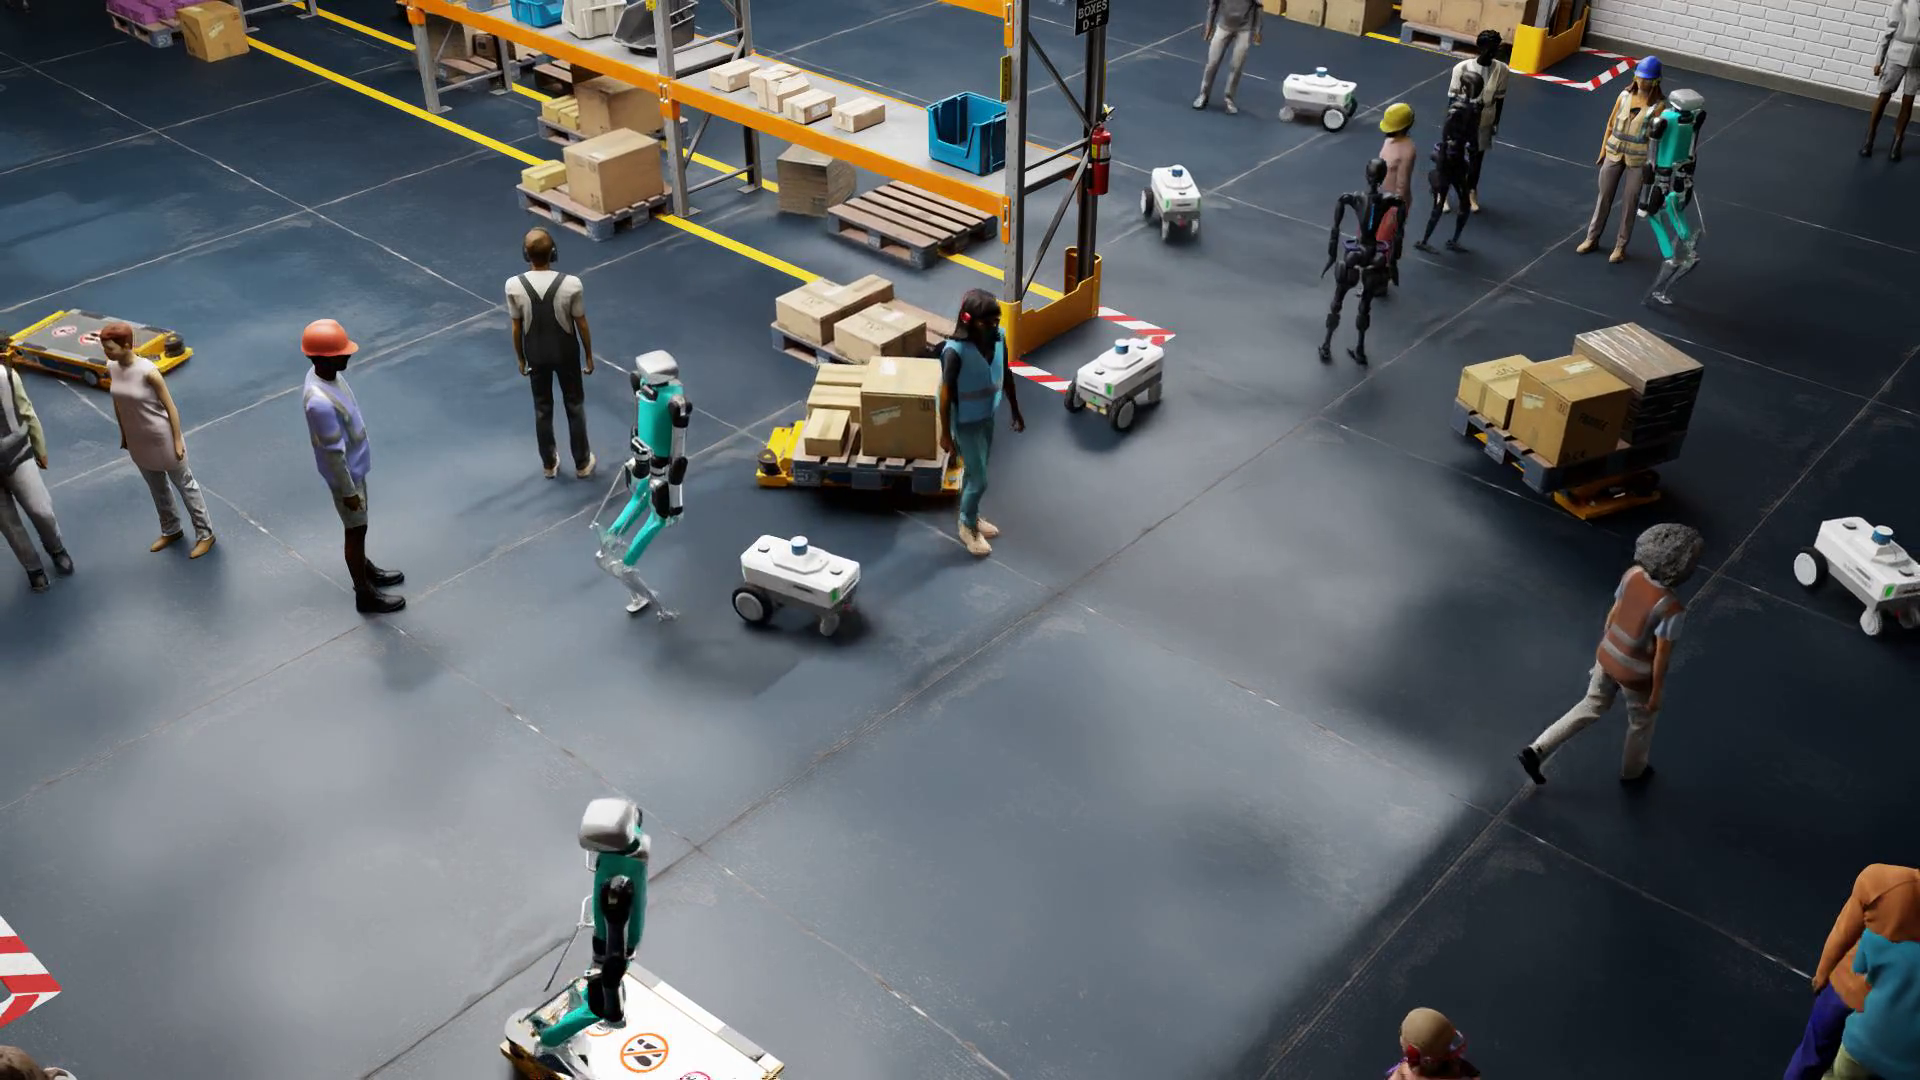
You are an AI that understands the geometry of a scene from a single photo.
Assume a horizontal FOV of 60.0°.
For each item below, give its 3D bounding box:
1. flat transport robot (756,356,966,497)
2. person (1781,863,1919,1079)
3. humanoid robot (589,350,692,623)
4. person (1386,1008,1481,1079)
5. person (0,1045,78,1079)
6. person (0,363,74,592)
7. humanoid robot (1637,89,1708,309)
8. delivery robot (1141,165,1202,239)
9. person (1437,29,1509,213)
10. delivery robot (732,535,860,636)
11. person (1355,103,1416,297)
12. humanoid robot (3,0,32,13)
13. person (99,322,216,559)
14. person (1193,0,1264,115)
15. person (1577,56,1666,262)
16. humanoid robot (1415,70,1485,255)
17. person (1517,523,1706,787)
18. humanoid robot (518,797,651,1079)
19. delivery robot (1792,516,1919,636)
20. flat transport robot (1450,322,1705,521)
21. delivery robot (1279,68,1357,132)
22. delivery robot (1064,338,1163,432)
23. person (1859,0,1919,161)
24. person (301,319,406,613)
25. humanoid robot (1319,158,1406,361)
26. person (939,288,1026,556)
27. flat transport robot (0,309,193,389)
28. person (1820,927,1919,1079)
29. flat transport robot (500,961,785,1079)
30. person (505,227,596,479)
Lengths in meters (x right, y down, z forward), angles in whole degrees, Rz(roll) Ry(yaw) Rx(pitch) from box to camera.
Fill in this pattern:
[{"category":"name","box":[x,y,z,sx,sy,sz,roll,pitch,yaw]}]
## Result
[{"category":"flat transport robot","box":[-0.662,-0.587,11.660,1.431,0.231,0.659,4,35,5]},{"category":"person","box":[3.720,1.814,6.689,0.515,1.973,0.401,20,39,26]},{"category":"humanoid robot","box":[-1.937,-0.242,9.861,0.753,1.750,0.551,-25,42,-32]},{"category":"person","box":[1.630,2.357,6.151,0.348,1.688,0.505,27,43,34]},{"category":"person","box":[-3.263,2.420,6.077,0.340,1.659,0.487,2,35,3]},{"category":"person","box":[-5.872,-0.470,10.133,0.588,1.816,0.435,-19,39,-25]},{"category":"humanoid robot","box":[5.804,-2.669,13.421,0.530,1.830,0.690,-16,38,-22]},{"category":"delivery robot","box":[1.947,-3.087,15.024,0.499,0.587,0.769,-3,35,-4]},{"category":"person","box":[4.635,-3.782,15.038,0.531,1.693,0.319,-1,35,-1]},{"category":"delivery robot","box":[-1.000,0.246,10.218,0.784,0.613,0.512,16,38,22]},{"category":"person","box":[3.463,-2.747,13.499,0.368,1.727,0.581,-2,35,-3]},{"category":"humanoid robot","box":[-11.629,-7.251,20.105,0.610,1.625,0.766,-21,40,-27]},{"category":"person","box":[-5.093,-0.630,10.498,0.460,1.656,0.270,10,36,14]},{"category":"person","box":[2.817,-5.302,17.062,0.587,1.840,0.435,4,35,6]},{"category":"person","box":[5.687,-3.250,14.188,0.462,1.781,0.306,26,43,33]},{"category":"humanoid robot","box":[4.231,-3.222,14.244,0.593,1.639,0.410,-28,43,-34]},{"category":"person","box":[3.431,0.658,8.636,0.741,1.654,0.490,-12,36,-17]},{"category":"humanoid robot","box":[-1.577,1.828,6.936,0.725,1.858,0.535,-3,35,-4]},{"category":"delivery robot","box":[5.621,0.173,10.308,0.499,0.595,0.781,-8,35,-11]},{"category":"flat transport robot","box":[4.194,-0.630,11.722,0.659,0.231,1.431,-14,37,-19]},{"category":"delivery robot","box":[3.707,-4.578,17.178,0.774,0.581,0.499,14,37,20]},{"category":"delivery robot","box":[1.167,-1.178,12.283,0.499,0.614,0.815,27,43,33]},{"category":"person","box":[9.155,-4.636,16.073,0.547,1.925,0.387,13,37,18]},{"category":"person","box":[-3.653,-0.447,9.994,0.375,1.932,0.550,-9,36,-13]},{"category":"humanoid robot","box":[3.067,-2.130,12.656,0.585,1.636,0.352,3,35,5]},{"category":"person","box":[0.136,-0.745,10.494,0.554,1.850,0.567,27,43,33]},{"category":"flat transport robot","box":[-6.790,-1.494,12.975,1.431,0.231,0.659,13,37,18]},{"category":"person","box":[3.688,2.035,6.579,0.584,1.727,0.586,-27,43,-33]},{"category":"flat transport robot","box":[-1.323,2.377,7.366,1.431,0.231,0.659,24,41,30]},{"category":"person","box":[-2.736,-1.238,11.228,0.510,1.836,0.358,-4,35,-6]}]
